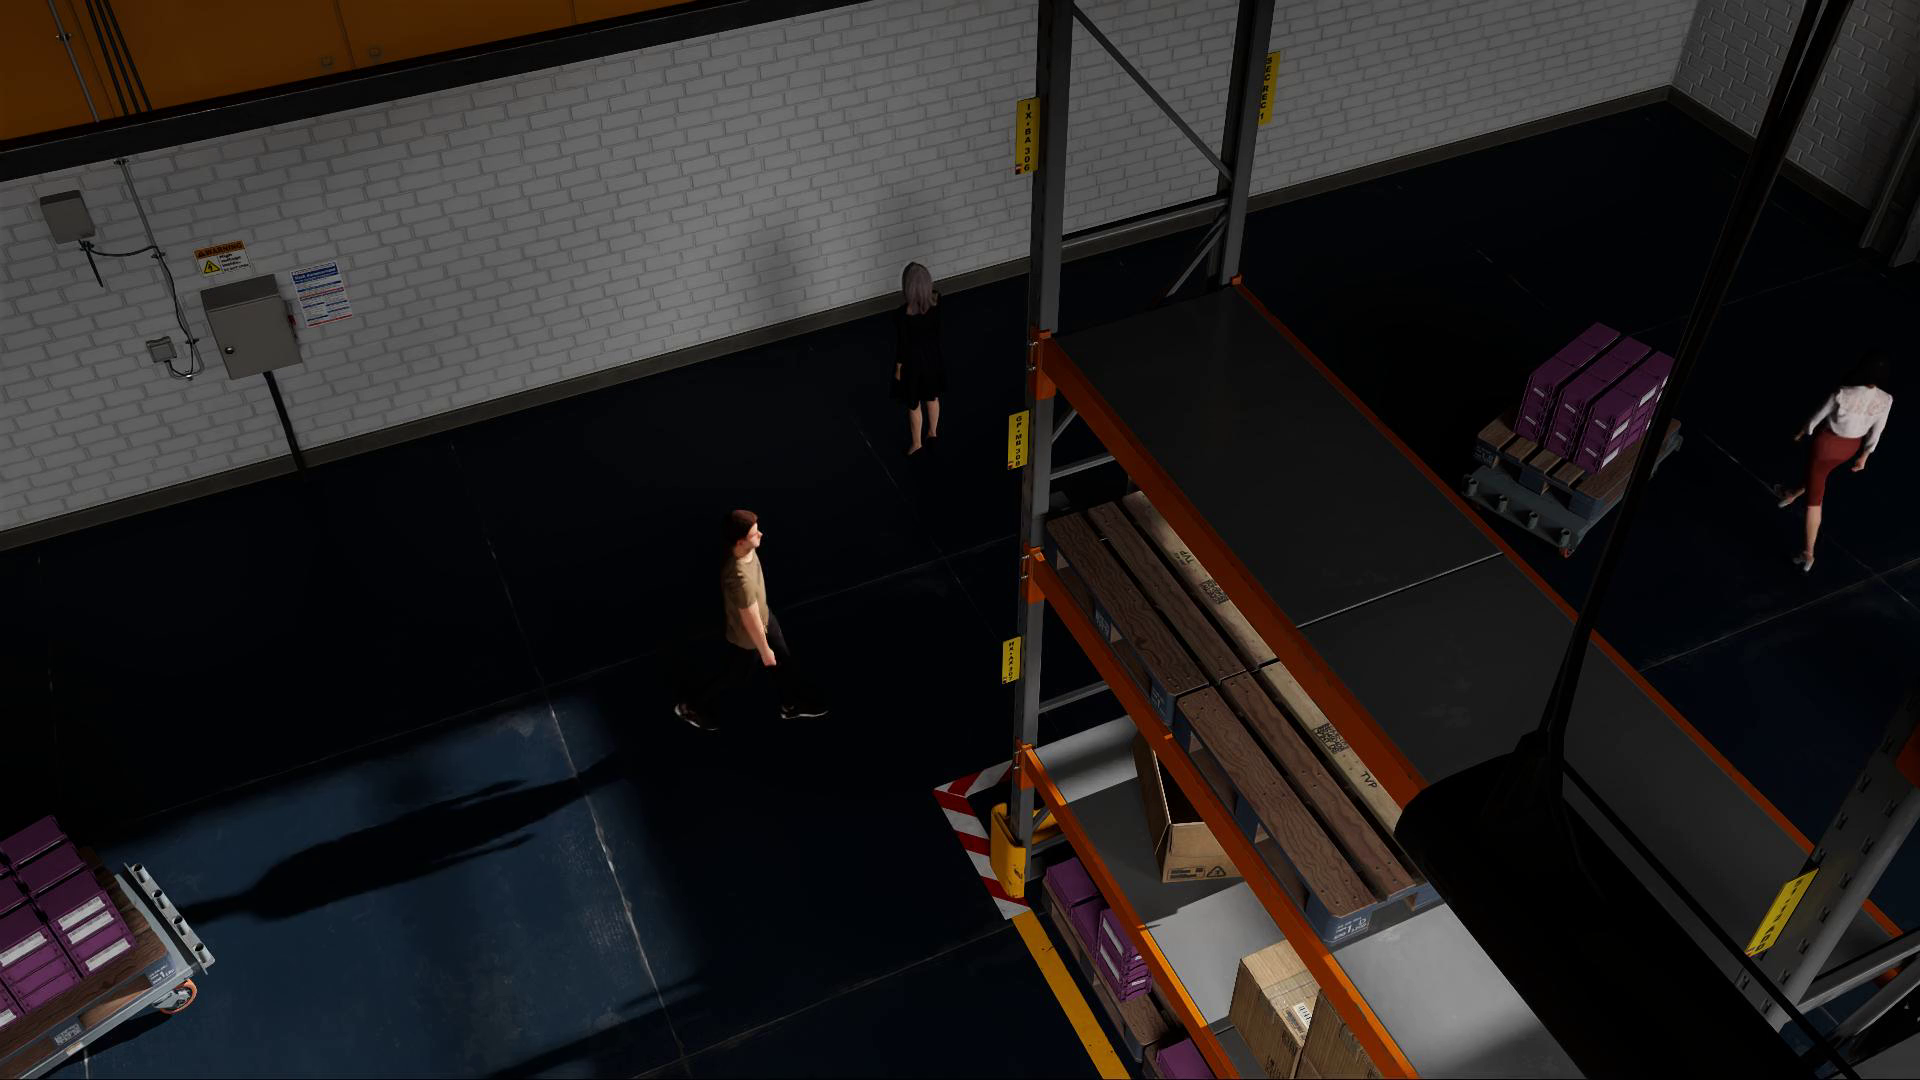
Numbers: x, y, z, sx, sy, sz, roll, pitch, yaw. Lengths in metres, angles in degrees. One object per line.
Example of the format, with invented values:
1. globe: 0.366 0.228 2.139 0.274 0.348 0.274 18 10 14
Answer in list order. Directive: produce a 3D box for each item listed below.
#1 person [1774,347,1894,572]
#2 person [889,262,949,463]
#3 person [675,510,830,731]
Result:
1. person: 6.044 -0.518 11.515 0.896 1.700 1.157 -1 44 -1
2. person: -0.309 -1.318 12.321 0.665 1.747 0.662 -33 52 -30
3. person: -1.396 0.559 10.301 1.070 1.817 1.240 0 44 0
